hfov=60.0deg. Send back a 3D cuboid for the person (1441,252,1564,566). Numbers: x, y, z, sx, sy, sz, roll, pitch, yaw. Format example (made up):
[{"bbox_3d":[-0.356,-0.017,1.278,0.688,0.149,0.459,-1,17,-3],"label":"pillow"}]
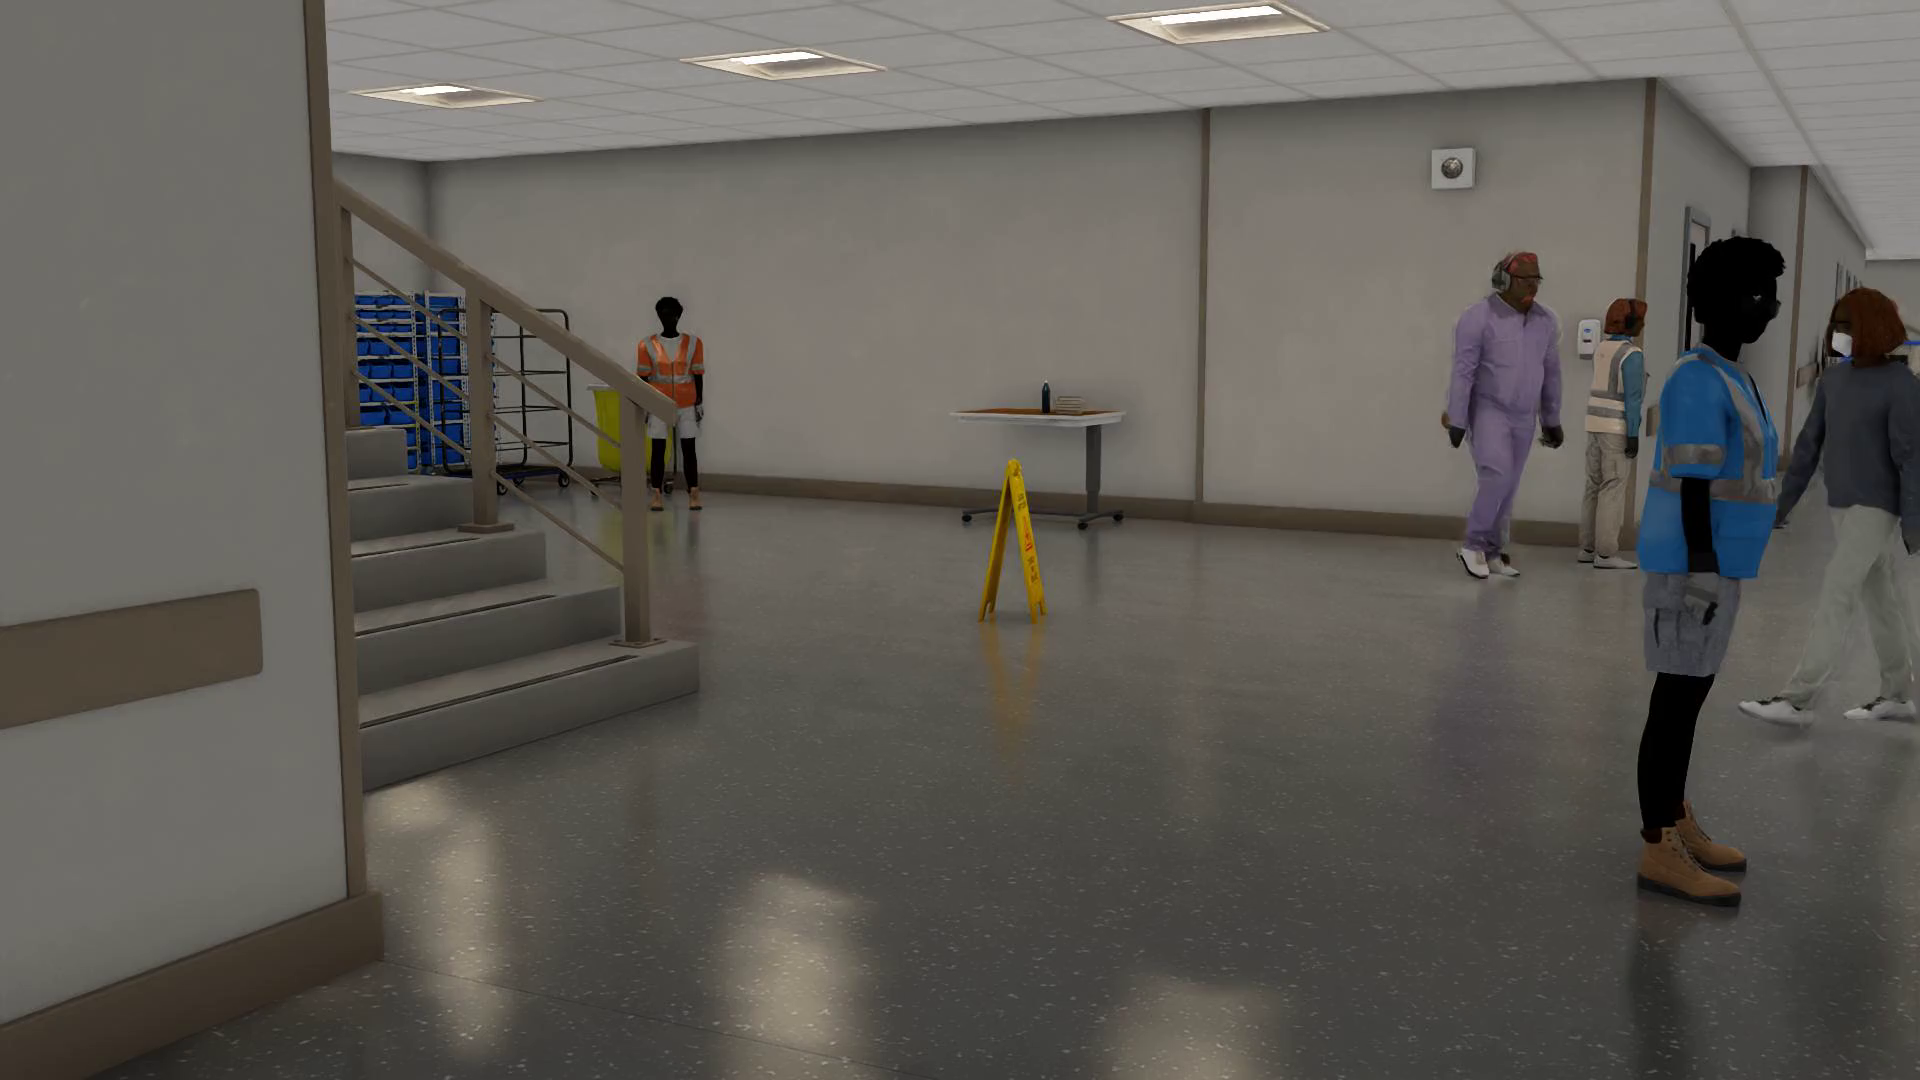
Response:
[{"bbox_3d":[3.265,-0.764,10.053,0.657,1.913,0.844,0,7,3],"label":"person"}]

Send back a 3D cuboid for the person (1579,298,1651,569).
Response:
[{"bbox_3d":[3.951,-0.639,10.041,0.319,1.628,0.508,-1,7,-5],"label":"person"}]

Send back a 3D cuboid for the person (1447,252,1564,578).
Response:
[{"bbox_3d":[3.141,-0.704,9.606,0.653,1.881,0.495,-3,8,-25],"label":"person"}]

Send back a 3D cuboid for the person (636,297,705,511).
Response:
[{"bbox_3d":[-2.271,-1.064,13.095,0.536,1.690,0.322,-2,8,-13],"label":"person"}]

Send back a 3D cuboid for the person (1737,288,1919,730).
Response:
[{"bbox_3d":[3.174,-0.099,6.028,0.825,1.597,0.520,0,7,-3],"label":"person"}]

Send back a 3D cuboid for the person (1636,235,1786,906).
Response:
[{"bbox_3d":[1.939,0.070,4.328,0.322,1.697,0.531,5,9,31],"label":"person"}]
